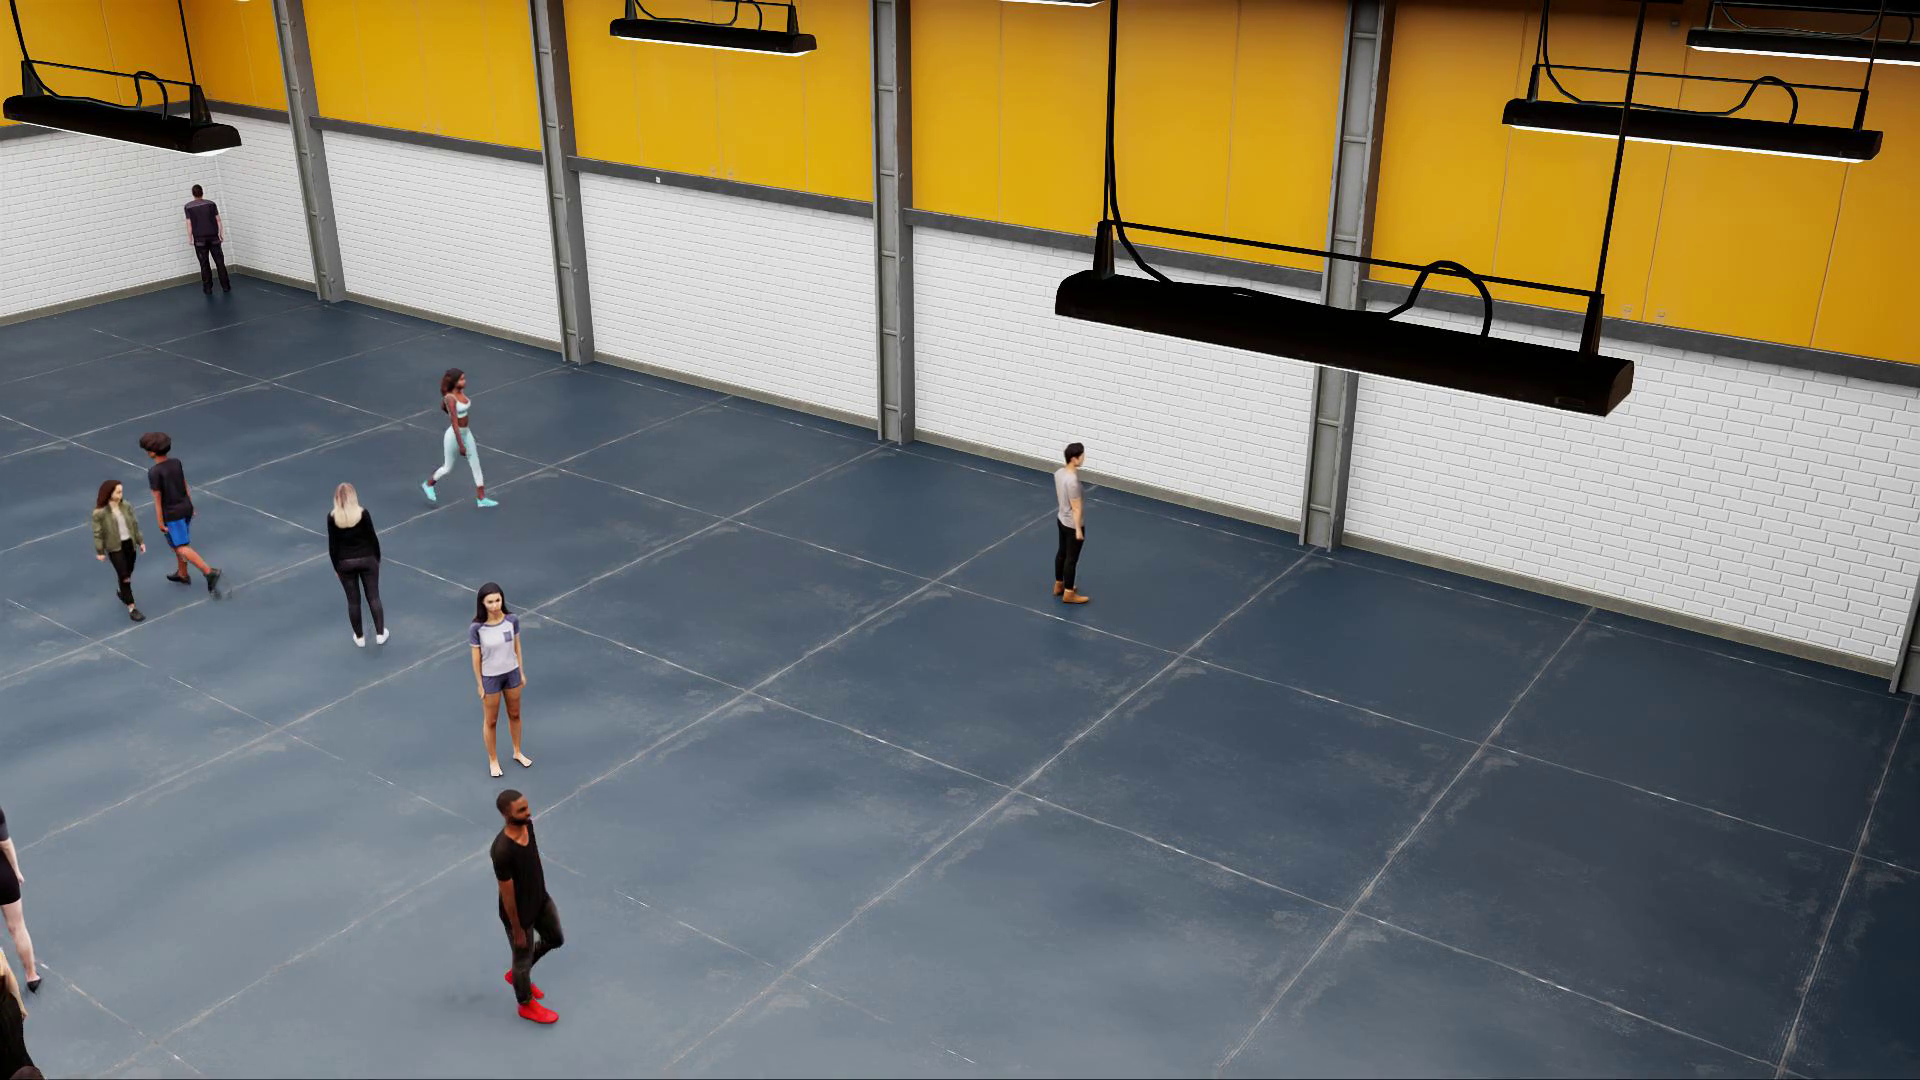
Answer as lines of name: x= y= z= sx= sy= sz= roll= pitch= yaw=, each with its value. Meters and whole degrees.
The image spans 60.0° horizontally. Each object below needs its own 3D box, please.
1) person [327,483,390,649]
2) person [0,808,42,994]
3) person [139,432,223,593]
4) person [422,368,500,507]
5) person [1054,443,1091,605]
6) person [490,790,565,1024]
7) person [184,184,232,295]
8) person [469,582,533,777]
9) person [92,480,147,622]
person: x=-5.896 y=0.242 z=16.247 sx=0.698 sy=1.685 sz=0.729 roll=-7 pitch=25 yaw=-16
person: x=-6.613 y=2.325 z=11.300 sx=0.636 sy=1.831 sz=0.635 roll=-11 pitch=26 yaw=-24
person: x=-8.099 y=-0.268 z=17.310 sx=1.143 sy=1.769 sz=0.832 roll=8 pitch=25 yaw=18
person: x=-5.938 y=-1.167 z=19.456 sx=1.198 sy=1.696 sz=0.832 roll=6 pitch=24 yaw=13
person: x=1.136 y=-0.192 z=17.206 sx=0.745 sy=1.712 sz=0.657 roll=-7 pitch=25 yaw=-16
person: x=-2.992 y=2.434 z=11.093 sx=0.799 sy=1.797 sz=0.749 roll=7 pitch=24 yaw=15
person: x=-12.853 y=-5.145 z=28.371 sx=0.805 sy=1.845 sz=0.778 roll=-11 pitch=26 yaw=-24
person: x=-3.901 y=1.154 z=14.100 sx=0.649 sy=1.733 sz=0.630 roll=-15 pitch=28 yaw=-31
person: x=-8.586 y=0.069 z=16.947 sx=0.962 sy=1.441 sz=0.577 roll=16 pitch=28 yaw=32
